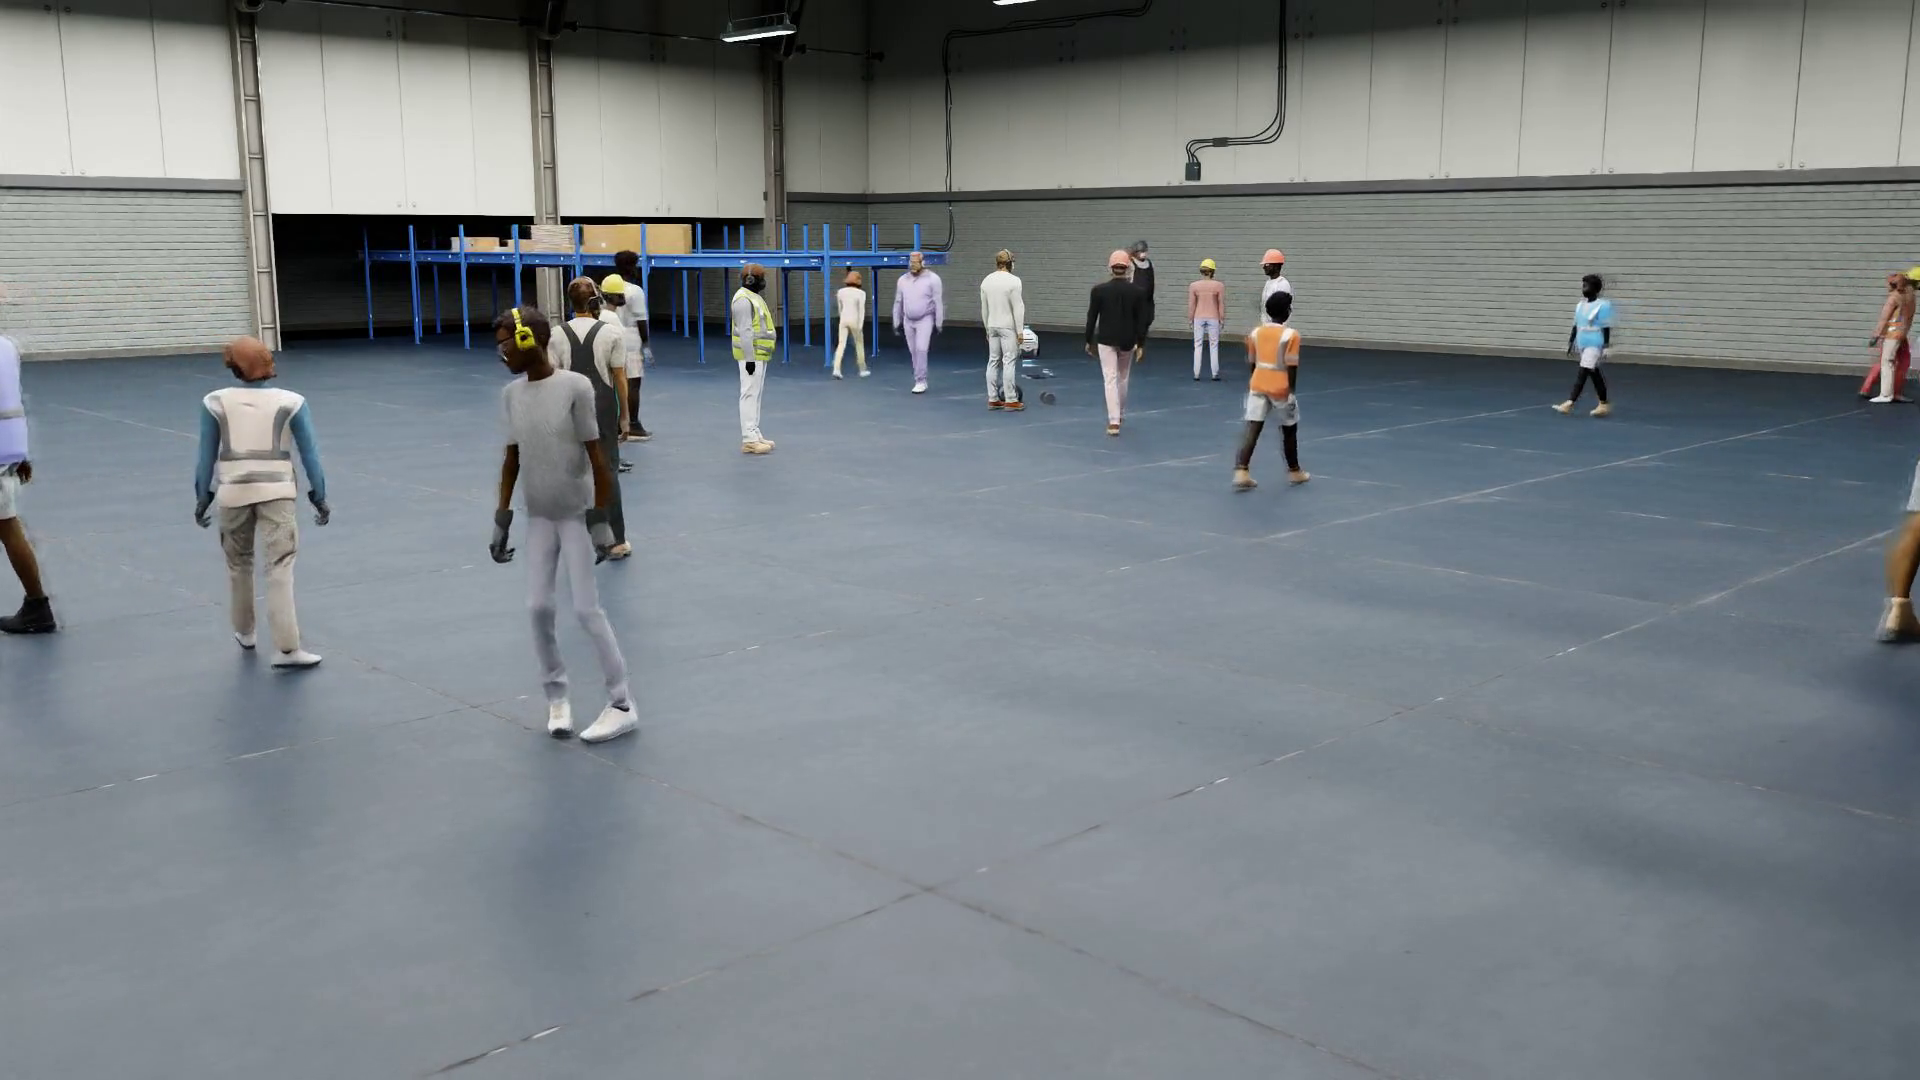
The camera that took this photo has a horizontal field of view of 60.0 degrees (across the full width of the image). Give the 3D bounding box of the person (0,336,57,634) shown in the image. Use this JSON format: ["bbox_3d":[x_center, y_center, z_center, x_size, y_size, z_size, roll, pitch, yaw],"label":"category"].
[{"bbox_3d":[-5.268,-0.443,8.810,0.835,1.902,0.558,-1,10,-5],"label":"person"}]

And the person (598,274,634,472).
[{"bbox_3d":[-3.114,-1.507,15.039,0.331,1.755,0.580,-1,10,-4],"label":"person"}]

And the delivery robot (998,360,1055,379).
[{"bbox_3d":[0.838,-2.160,21.010,0.698,0.223,0.335,-2,11,-11],"label":"delivery robot"}]

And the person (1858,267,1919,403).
[{"bbox_3d":[11.917,-2.621,21.235,0.694,1.712,0.530,5,12,26],"label":"person"}]

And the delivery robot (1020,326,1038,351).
[{"bbox_3d":[1.158,-3.489,28.967,0.477,0.478,0.707,-1,10,-3],"label":"delivery robot"}]

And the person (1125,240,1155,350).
[{"bbox_3d":[3.336,-4.521,30.797,0.686,2.000,0.539,-5,11,-24],"label":"person"}]

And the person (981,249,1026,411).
[{"bbox_3d":[0.533,-2.546,20.193,0.630,1.940,0.372,9,14,41],"label":"person"}]

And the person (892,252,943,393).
[{"bbox_3d":[-0.617,-2.892,22.209,0.680,1.880,0.754,5,12,26],"label":"person"}]

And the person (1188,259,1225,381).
[{"bbox_3d":[3.604,-3.217,24.325,0.527,1.765,0.329,3,11,14],"label":"person"}]

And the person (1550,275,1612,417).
[{"bbox_3d":[7.263,-2.252,19.355,0.876,1.643,0.545,-3,11,-14],"label":"person"}]

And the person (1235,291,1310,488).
[{"bbox_3d":[2.630,-1.260,13.966,0.857,1.652,0.540,-10,14,-42],"label":"person"}]

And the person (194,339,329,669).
[{"bbox_3d":[-3.471,-0.193,8.291,0.611,1.598,0.772,-2,11,-12],"label":"person"}]

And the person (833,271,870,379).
[{"bbox_3d":[-1.633,-3.201,24.718,0.497,1.587,0.854,5,11,23],"label":"person"}]

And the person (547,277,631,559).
[{"bbox_3d":[-2.430,-0.794,10.905,0.506,1.842,0.350,0,10,-2],"label":"person"}]

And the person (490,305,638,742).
[{"bbox_3d":[-1.708,-0.076,7.059,0.563,1.827,0.373,5,12,26],"label":"person"}]

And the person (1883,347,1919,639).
[{"bbox_3d":[5.314,-0.471,8.741,1.038,1.989,0.635,-5,11,-25],"label":"person"}]

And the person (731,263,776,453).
[{"bbox_3d":[-2.020,-1.796,16.365,0.429,1.844,0.627,0,10,2],"label":"person"}]

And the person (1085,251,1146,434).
[{"bbox_3d":[1.674,-2.141,17.981,0.609,1.940,1.030,-1,10,-8],"label":"person"}]

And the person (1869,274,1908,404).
[{"bbox_3d":[11.764,-2.543,21.031,0.374,1.631,0.542,9,14,41],"label":"person"}]

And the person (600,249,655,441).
[{"bbox_3d":[-3.458,-2.028,17.291,0.611,1.963,0.362,8,13,35],"label":"person"}]

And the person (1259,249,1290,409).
[{"bbox_3d":[3.830,-2.591,20.438,0.356,1.936,0.551,-3,11,-14],"label":"person"}]
